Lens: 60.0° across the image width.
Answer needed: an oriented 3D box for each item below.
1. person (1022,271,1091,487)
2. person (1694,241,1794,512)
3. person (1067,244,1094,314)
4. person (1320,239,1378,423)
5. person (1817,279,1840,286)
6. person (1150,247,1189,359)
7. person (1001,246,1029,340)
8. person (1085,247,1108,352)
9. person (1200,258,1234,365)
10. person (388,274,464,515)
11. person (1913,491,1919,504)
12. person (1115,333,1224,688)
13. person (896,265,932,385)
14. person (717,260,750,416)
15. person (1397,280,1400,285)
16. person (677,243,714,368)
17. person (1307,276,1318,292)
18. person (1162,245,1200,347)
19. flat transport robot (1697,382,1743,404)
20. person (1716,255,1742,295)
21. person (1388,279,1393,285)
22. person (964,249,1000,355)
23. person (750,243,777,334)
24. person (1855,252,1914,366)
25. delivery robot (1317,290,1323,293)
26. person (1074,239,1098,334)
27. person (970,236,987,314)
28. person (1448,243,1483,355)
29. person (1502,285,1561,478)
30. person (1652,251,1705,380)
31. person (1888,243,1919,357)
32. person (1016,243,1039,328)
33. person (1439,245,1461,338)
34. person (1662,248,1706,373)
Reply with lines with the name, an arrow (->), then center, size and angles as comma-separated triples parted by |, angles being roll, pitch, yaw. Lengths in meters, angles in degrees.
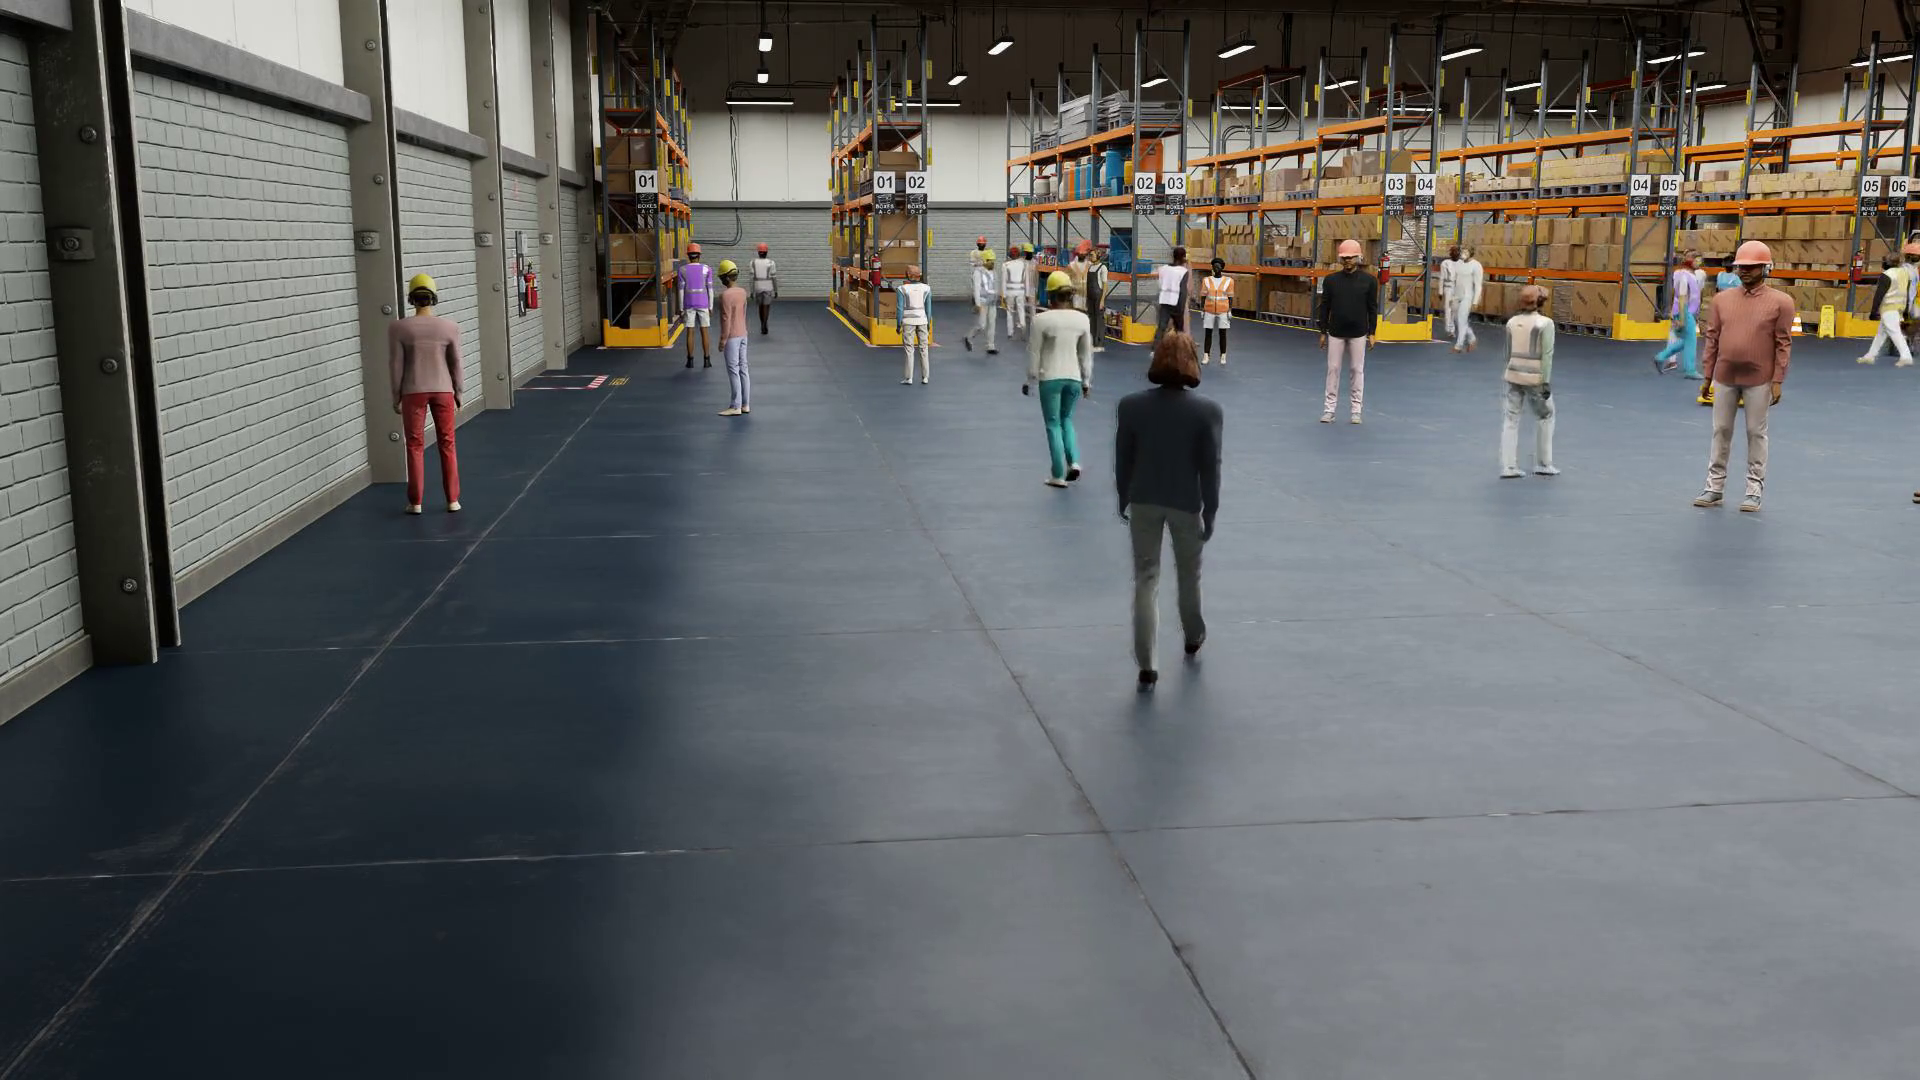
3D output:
person -> 0.788, -1.298, 13.517 | 0.528, 1.752, 0.397 | -5, 12, -27
person -> 5.828, -1.214, 12.373 | 0.612, 1.995, 0.377 | 10, 14, 44
person -> 2.364, -4.775, 32.221 | 0.561, 1.885, 1.019 | -1, 10, -7
person -> 4.224, -2.261, 18.116 | 0.613, 1.994, 0.395 | 4, 11, 21
person -> 19.560, -5.784, 37.503 | 0.608, 1.966, 0.371 | 0, 10, 2
person -> 3.410, -3.804, 26.919 | 0.592, 1.872, 0.969 | 8, 13, 38
person -> 1.093, -4.830, 32.581 | 0.582, 1.863, 0.800 | -2, 10, -10
person -> 2.384, -4.228, 29.312 | 0.345, 1.846, 0.508 | -7, 13, -34
person -> 4.069, -3.621, 26.389 | 0.535, 1.697, 0.318 | 3, 11, 14
person -> -3.909, -1.064, 12.206 | 0.523, 1.761, 0.333 | -5, 12, -26
person -> 7.528, -1.218, 12.639 | 0.407, 1.908, 0.641 | 6, 12, 31
person -> 0.965, -0.158, 7.703 | 0.507, 1.587, 0.859 | 2, 11, 13
person -> -0.630, -2.952, 22.873 | 0.512, 1.642, 0.312 | -4, 11, -22
person -> -2.601, -2.293, 18.940 | 0.328, 1.760, 0.523 | 4, 11, 19
person -> 13.458, -8.031, 50.351 | 0.925, 1.786, 0.677 | 3, 11, 14
person -> -4.103, -3.643, 25.860 | 0.558, 1.933, 0.375 | -2, 11, -11
person -> 10.684, -8.169, 50.621 | 0.769, 1.958, 0.653 | -3, 11, -13
person -> 4.079, -4.540, 30.940 | 0.874, 1.881, 0.643 | 7, 12, 33
flat transport robot -> 9.514, -1.821, 20.433 | 0.652, 0.197, 1.431 | 6, 12, 30
person -> 14.312, -4.464, 31.021 | 0.383, 1.682, 0.551 | -5, 11, -24
person -> 12.844, -7.898, 49.451 | 0.662, 1.828, 0.559 | 6, 12, 31
person -> 0.408, -4.074, 28.542 | 0.597, 1.816, 0.611 | 8, 13, 39
person -> -4.144, -5.294, 35.008 | 0.557, 1.904, 0.931 | 1, 10, 8
person -> 14.705, -3.636, 26.251 | 0.630, 1.793, 0.990 | -7, 12, -33
delivery robot -> 10.908, -7.291, 49.382 | 0.707, 0.478, 0.477 | -1, 10, -5
person -> 2.567, -5.232, 34.439 | 0.782, 1.984, 0.658 | -3, 11, -16
person -> 0.563, -6.990, 43.913 | 0.615, 2.038, 0.395 | -8, 13, -36
person -> 8.768, -4.176, 28.822 | 0.740, 1.920, 0.653 | -4, 11, -22
person -> 4.849, -1.329, 14.013 | 0.645, 1.613, 0.547 | -6, 12, -29
person -> 10.357, -3.214, 23.786 | 0.706, 1.826, 0.582 | 6, 12, 31
person -> 16.011, -4.026, 28.002 | 0.561, 1.911, 0.644 | -8, 13, -36
person -> 1.470, -5.619, 36.857 | 0.593, 1.890, 0.967 | -3, 11, -17
person -> 9.932, -4.954, 33.296 | 0.599, 1.846, 0.926 | 0, 10, -1
person -> 10.863, -3.432, 24.927 | 0.495, 1.849, 0.690 | 1, 10, 4
